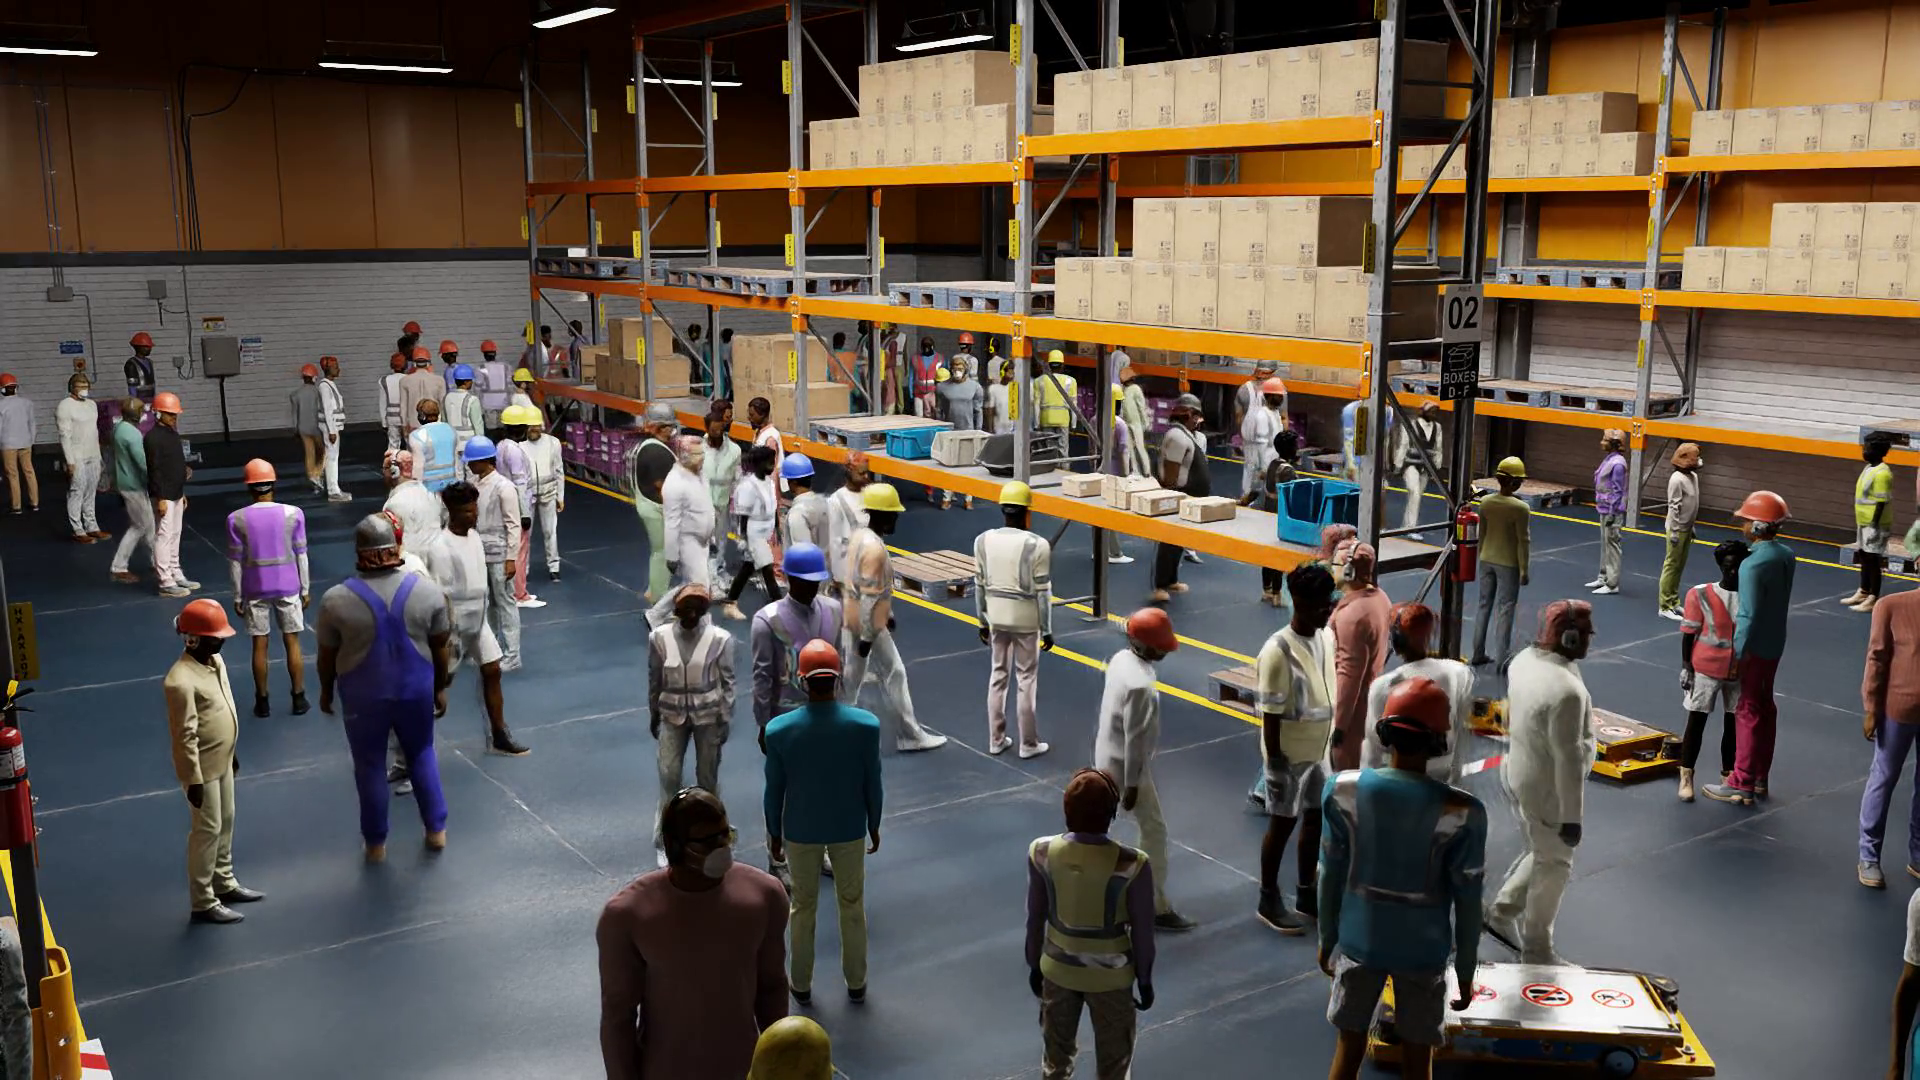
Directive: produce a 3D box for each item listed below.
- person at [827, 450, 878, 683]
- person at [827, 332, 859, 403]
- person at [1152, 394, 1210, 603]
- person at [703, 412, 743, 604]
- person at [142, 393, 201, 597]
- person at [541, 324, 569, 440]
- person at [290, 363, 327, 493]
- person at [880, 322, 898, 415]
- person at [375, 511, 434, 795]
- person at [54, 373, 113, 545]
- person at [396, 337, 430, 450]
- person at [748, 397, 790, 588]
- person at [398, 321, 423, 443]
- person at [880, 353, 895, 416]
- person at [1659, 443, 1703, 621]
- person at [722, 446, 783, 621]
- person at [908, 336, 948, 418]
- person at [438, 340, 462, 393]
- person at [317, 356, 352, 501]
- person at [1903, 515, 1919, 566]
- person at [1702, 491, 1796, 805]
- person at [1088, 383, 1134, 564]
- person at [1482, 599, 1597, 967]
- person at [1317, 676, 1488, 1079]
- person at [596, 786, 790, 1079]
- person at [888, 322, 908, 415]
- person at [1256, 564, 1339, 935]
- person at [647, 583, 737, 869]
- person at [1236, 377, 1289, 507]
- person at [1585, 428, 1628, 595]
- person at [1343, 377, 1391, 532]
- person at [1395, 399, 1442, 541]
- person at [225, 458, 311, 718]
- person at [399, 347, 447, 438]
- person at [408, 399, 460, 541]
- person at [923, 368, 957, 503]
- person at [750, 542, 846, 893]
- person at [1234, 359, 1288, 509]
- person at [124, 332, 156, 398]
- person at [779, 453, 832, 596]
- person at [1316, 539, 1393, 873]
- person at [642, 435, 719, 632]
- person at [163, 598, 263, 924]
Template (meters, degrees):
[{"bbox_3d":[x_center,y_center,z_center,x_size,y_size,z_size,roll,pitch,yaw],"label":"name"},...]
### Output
[{"bbox_3d":[-0.841,0.208,13.210,0.470,1.871,0.589,7,13,30],"label":"person"},{"bbox_3d":[-1.890,-2.295,25.974,0.690,1.889,0.453,-6,13,-28],"label":"person"},{"bbox_3d":[2.138,-0.434,16.073,0.542,2.000,0.852,2,11,12],"label":"person"},{"bbox_3d":[-2.388,-0.338,16.134,0.603,1.837,1.083,-6,12,-28],"label":"person"},{"bbox_3d":[-7.729,-0.448,16.276,0.391,1.989,0.610,-1,11,-5],"label":"person"},{"bbox_3d":[-6.661,-2.531,27.031,0.631,1.950,0.445,0,11,-2],"label":"person"},{"bbox_3d":[-8.629,-1.488,22.227,0.589,1.737,0.372,2,11,8],"label":"person"},{"bbox_3d":[-1.368,-3.087,30.213,0.403,1.824,0.594,-8,14,-35],"label":"person"},{"bbox_3d":[-3.597,0.708,10.756,0.562,1.837,0.397,10,15,42],"label":"person"},{"bbox_3d":[-9.938,-0.923,18.849,0.375,1.936,0.627,1,11,7],"label":"person"},{"bbox_3d":[-8.042,-2.039,24.589,0.694,1.944,0.718,5,12,22],"label":"person"},{"bbox_3d":[-1.919,-0.482,16.678,0.391,1.905,0.599,-3,12,-17],"label":"person"},{"bbox_3d":[-8.943,-2.580,27.203,0.415,1.986,0.621,1,11,6],"label":"person"},{"bbox_3d":[-1.158,-2.125,25.825,0.412,1.600,0.543,-5,12,-24],"label":"person"},{"bbox_3d":[6.651,-0.084,15.318,0.280,1.636,0.502,9,15,40],"label":"person"},{"bbox_3d":[-1.795,-0.040,15.061,0.912,1.633,0.539,3,12,17],"label":"person"},{"bbox_3d":[-0.496,-2.241,25.833,0.634,1.841,0.429,1,11,5],"label":"person"},{"bbox_3d":[-7.229,-1.886,23.767,0.367,1.939,0.542,1,11,4],"label":"person"},{"bbox_3d":[-8.166,-1.446,21.661,0.356,1.883,0.572,-3,12,-17],"label":"person"},{"bbox_3d":[9.293,-0.295,15.856,0.556,1.847,0.420,-6,13,-29],"label":"person"},{"bbox_3d":[5.018,0.674,10.516,0.612,1.997,0.376,-11,15,-43],"label":"person"},{"bbox_3d":[1.608,-0.708,17.764,0.361,1.929,0.585,-8,14,-37],"label":"person"},{"bbox_3d":[2.866,1.208,8.057,0.433,1.894,0.670,0,11,1],"label":"person"},{"bbox_3d":[1.635,1.502,6.213,0.604,2.031,0.420,5,12,25],"label":"person"},{"bbox_3d":[-0.826,1.718,5.321,0.630,1.940,0.372,-6,12,-27],"label":"person"},{"bbox_3d":[-1.249,-3.202,30.781,0.570,1.833,0.392,0,11,0],"label":"person"},{"bbox_3d":[1.768,1.078,8.588,0.403,1.953,0.626,10,15,43],"label":"person"},{"bbox_3d":[-1.546,1.066,9.490,0.535,1.617,0.655,0,11,2],"label":"person"},{"bbox_3d":[3.439,-0.905,18.875,0.981,1.905,0.552,8,14,35],"label":"person"},{"bbox_3d":[6.379,-0.283,16.325,0.311,1.642,0.514,2,11,11],"label":"person"},{"bbox_3d":[4.485,-0.900,18.603,0.633,1.988,0.766,-4,12,-19],"label":"person"},{"bbox_3d":[5.295,-0.800,19.032,0.530,1.607,0.694,-5,12,-22],"label":"person"},{"bbox_3d":[-5.110,0.358,12.318,0.549,1.930,0.395,-5,12,-22],"label":"person"},{"bbox_3d":[-7.031,-1.535,21.859,0.618,1.986,0.408,-4,12,-17],"label":"person"},{"bbox_3d":[-5.410,-0.530,17.076,0.430,1.845,0.624,6,13,28],"label":"person"},{"bbox_3d":[-0.229,-1.349,21.495,0.525,1.759,0.359,-4,12,-18],"label":"person"},{"bbox_3d":[-0.866,0.959,9.188,0.617,1.943,0.402,-10,15,-42],"label":"person"},{"bbox_3d":[3.727,-1.263,20.318,0.690,2.000,0.538,9,14,38],"label":"person"},{"bbox_3d":[-11.743,-1.973,23.986,0.419,2.034,0.604,0,11,2],"label":"person"},{"bbox_3d":[-1.161,0.312,12.505,0.402,1.943,0.605,2,11,11],"label":"person"},{"bbox_3d":[2.179,0.943,9.387,0.397,1.906,0.663,6,12,27],"label":"person"},{"bbox_3d":[-2.345,0.034,14.083,0.799,1.879,0.650,2,11,10],"label":"person"},{"bbox_3d":[-3.923,1.153,8.728,0.353,1.738,0.575,-1,11,-6],"label":"person"}]
